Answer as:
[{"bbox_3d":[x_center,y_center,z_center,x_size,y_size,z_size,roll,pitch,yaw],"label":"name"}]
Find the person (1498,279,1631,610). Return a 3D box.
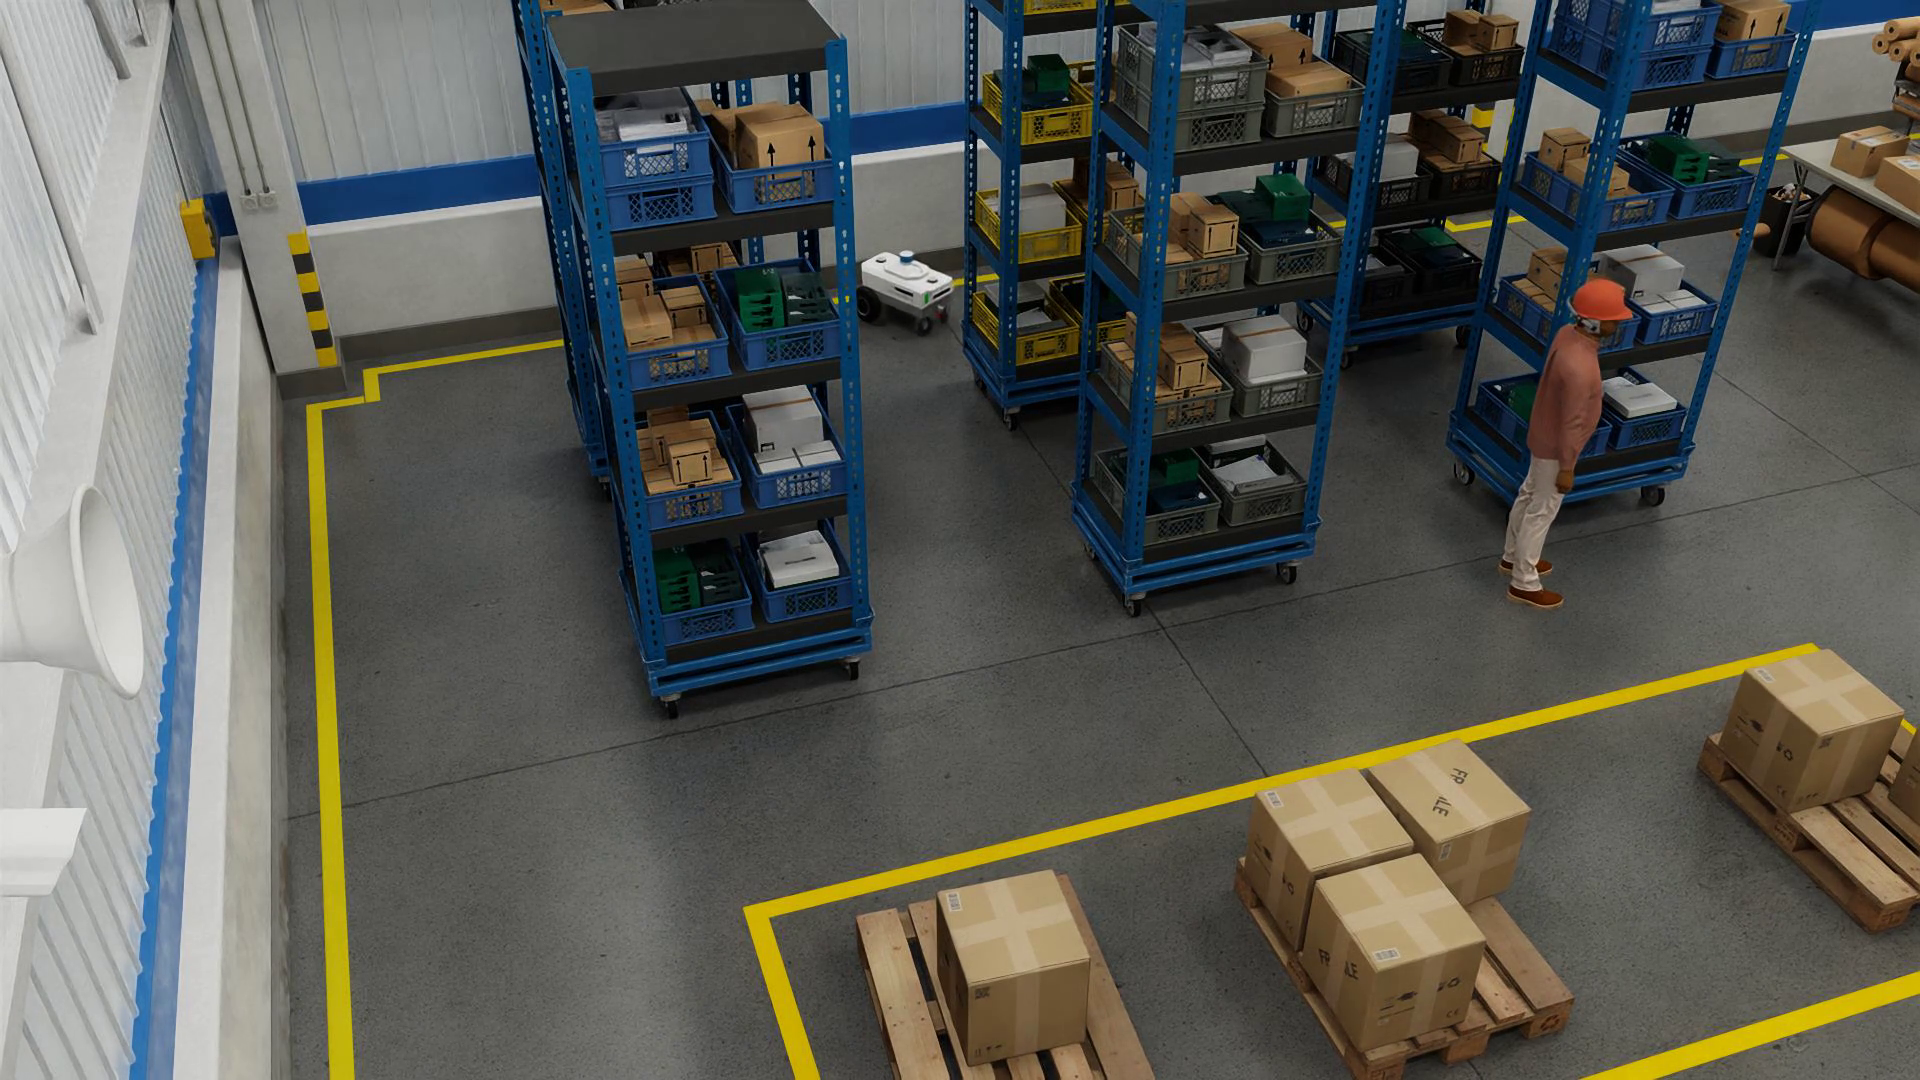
[{"bbox_3d":[3.369,-0.546,9.320,0.382,1.996,0.608,6,36,8],"label":"person"}]

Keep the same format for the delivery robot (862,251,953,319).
[{"bbox_3d":[-0.394,-1.922,12.433,0.707,0.478,0.477,27,43,32],"label":"delivery robot"}]
